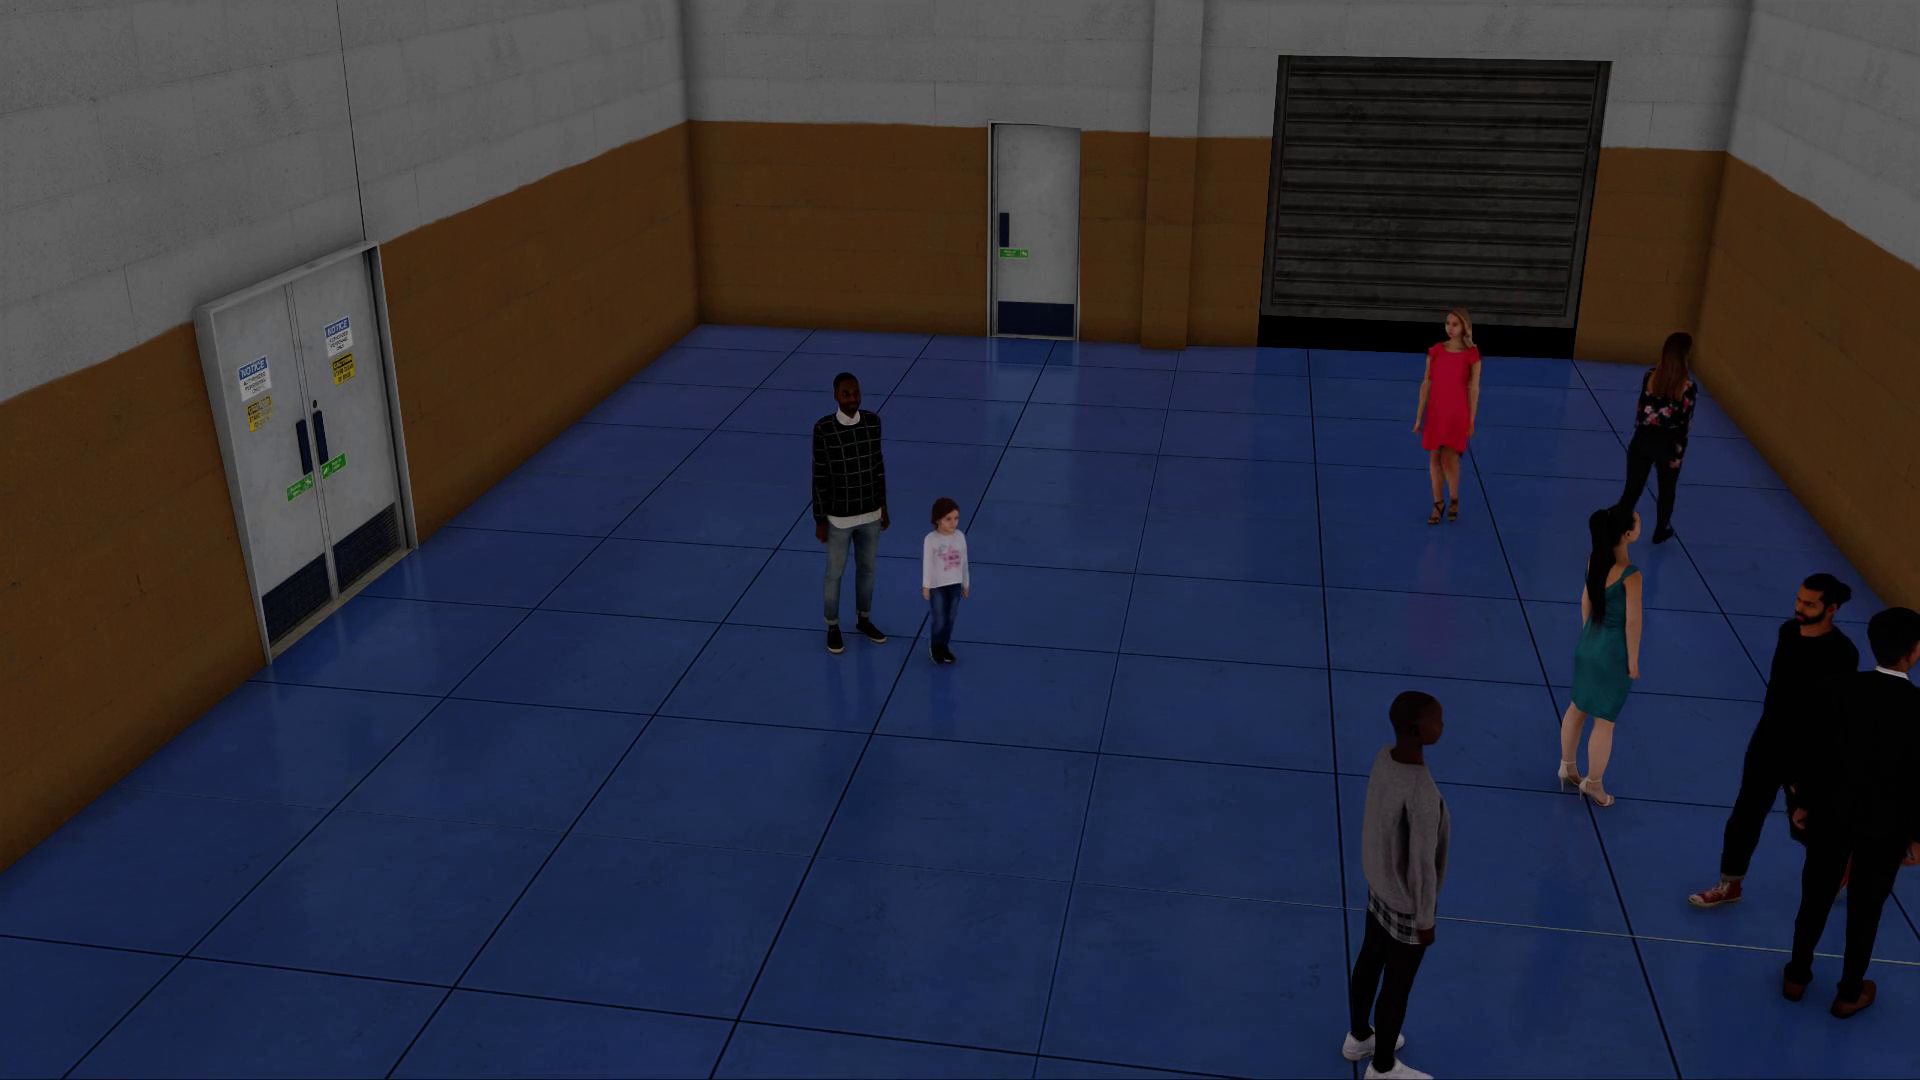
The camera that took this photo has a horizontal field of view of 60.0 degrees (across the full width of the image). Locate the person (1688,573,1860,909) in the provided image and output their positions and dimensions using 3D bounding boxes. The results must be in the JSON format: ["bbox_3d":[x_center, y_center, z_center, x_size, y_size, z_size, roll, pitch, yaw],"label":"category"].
[{"bbox_3d":[3.988,0.976,7.800,1.162,1.734,0.935,-6,23,-15],"label":"person"}]

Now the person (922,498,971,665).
[{"bbox_3d":[-0.124,0.240,10.474,0.541,1.105,0.607,-11,24,-25],"label":"person"}]

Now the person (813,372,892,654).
[{"bbox_3d":[-0.698,-0.197,10.603,0.717,1.820,0.805,-12,25,-27],"label":"person"}]

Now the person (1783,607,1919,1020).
[{"bbox_3d":[3.842,1.175,7.109,0.696,1.878,0.835,18,28,37],"label":"person"}]

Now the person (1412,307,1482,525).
[{"bbox_3d":[3.738,-0.948,12.608,0.680,1.718,0.757,17,27,35],"label":"person"}]

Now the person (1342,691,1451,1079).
[{"bbox_3d":[1.752,1.402,6.686,0.659,1.772,0.683,-4,22,-10],"label":"person"}]

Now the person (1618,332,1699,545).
[{"bbox_3d":[4.972,-0.656,11.970,1.079,1.652,1.017,19,29,40],"label":"person"}]

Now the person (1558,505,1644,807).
[{"bbox_3d":[3.402,0.605,8.785,0.636,1.687,0.618,-8,23,-19],"label":"person"}]
